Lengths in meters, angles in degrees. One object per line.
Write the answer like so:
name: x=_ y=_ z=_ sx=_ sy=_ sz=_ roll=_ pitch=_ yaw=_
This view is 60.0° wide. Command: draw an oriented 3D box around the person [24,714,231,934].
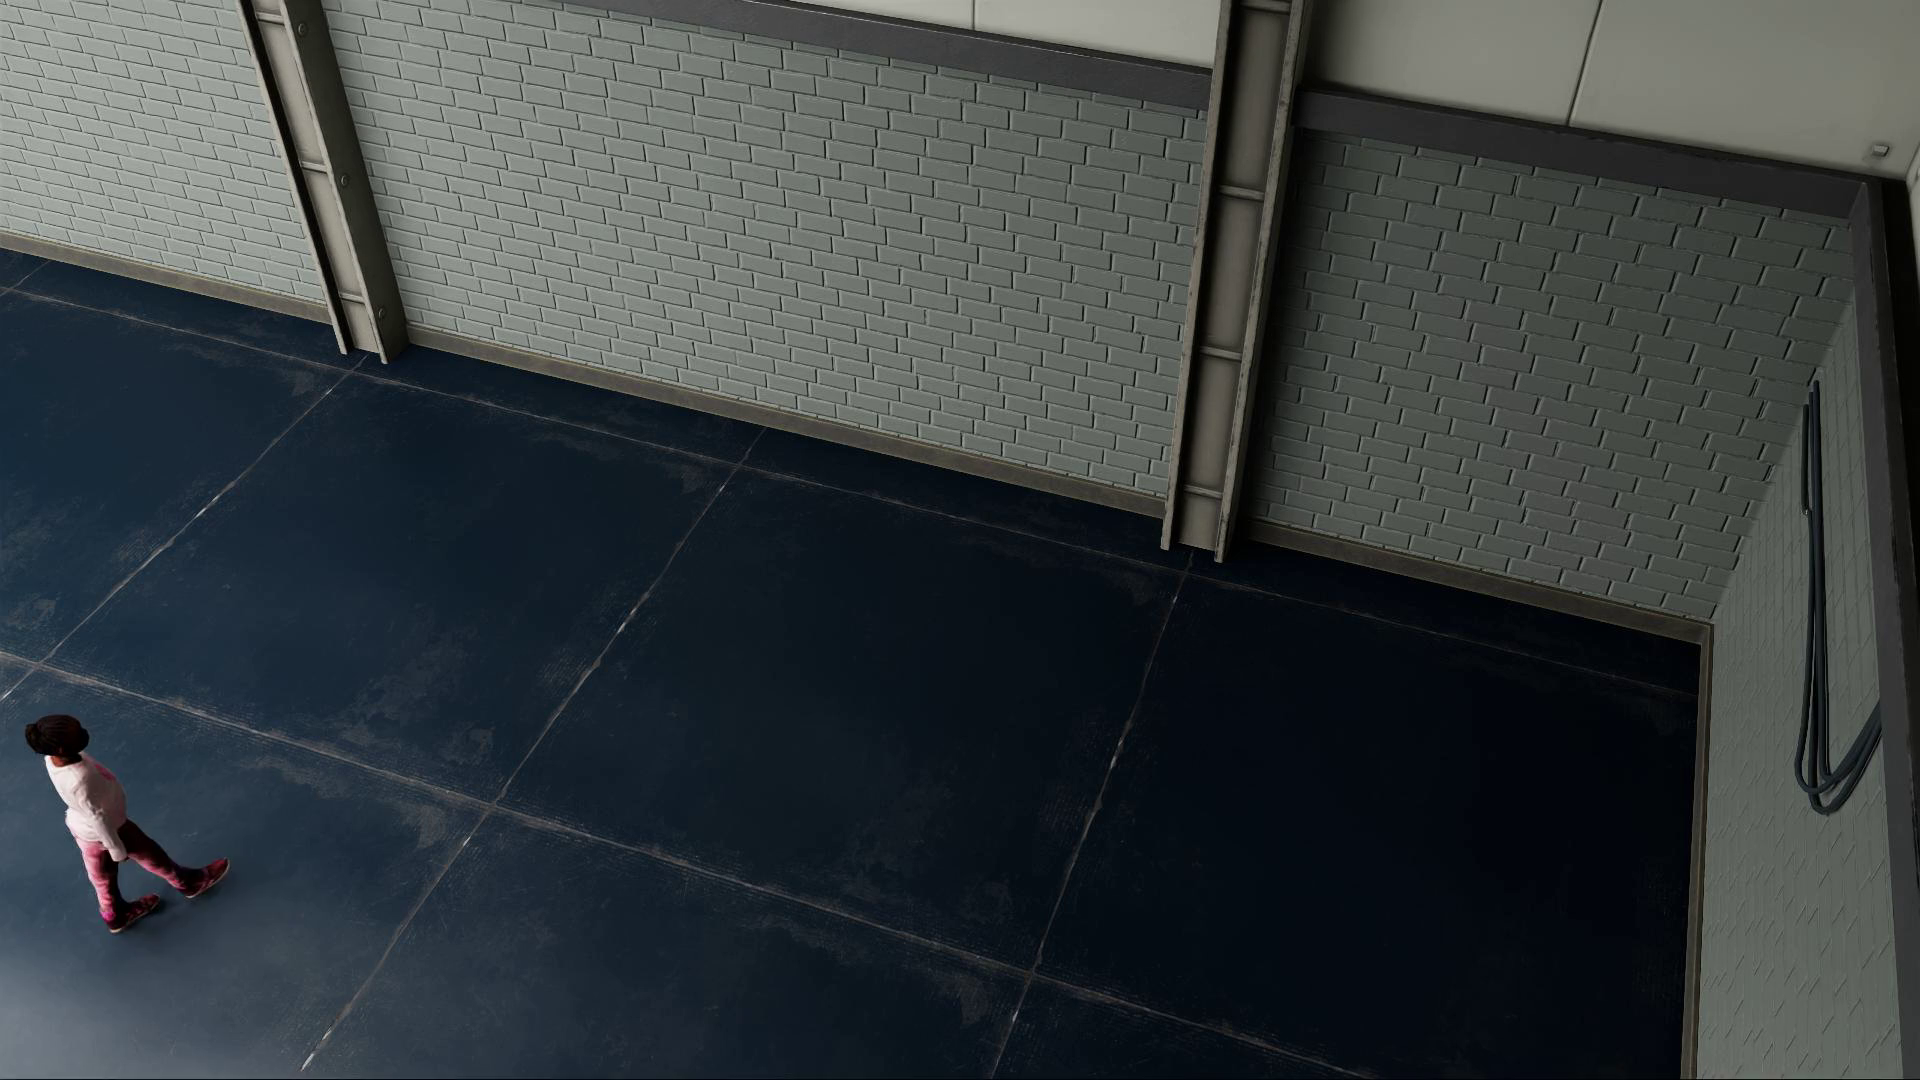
person: x=-4.084 y=1.356 z=7.776 sx=0.857 sy=1.430 sz=0.817 roll=32 pitch=51 yaw=30
